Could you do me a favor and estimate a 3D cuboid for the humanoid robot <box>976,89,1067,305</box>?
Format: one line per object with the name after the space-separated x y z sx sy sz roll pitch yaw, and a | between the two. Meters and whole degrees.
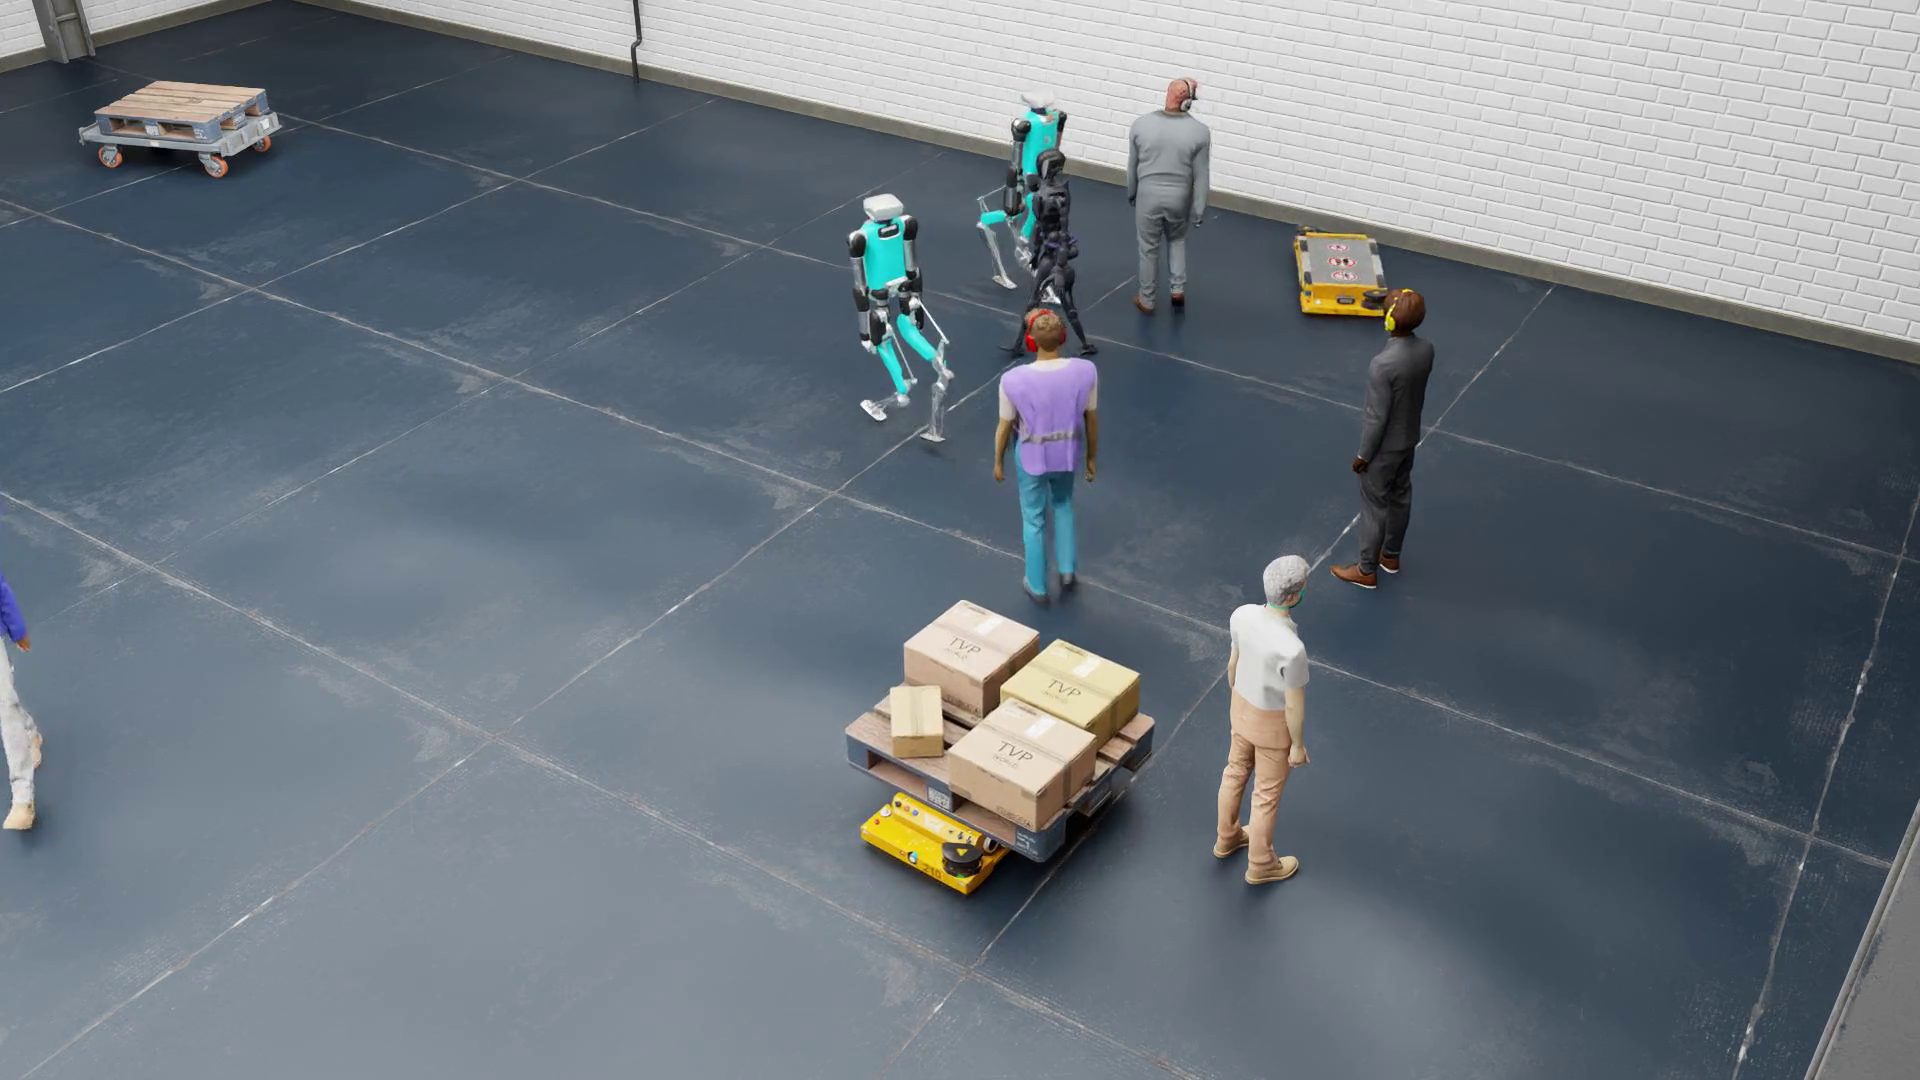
0.449 -2.704 13.139 0.564 1.796 0.879 -28 42 -36 | humanoid robot

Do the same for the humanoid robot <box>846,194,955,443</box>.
-0.352 -1.386 11.099 0.550 1.750 1.058 -23 39 -31 | humanoid robot

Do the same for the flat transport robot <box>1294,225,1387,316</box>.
3.126 -2.225 13.718 0.659 0.231 1.431 4 33 6 | flat transport robot

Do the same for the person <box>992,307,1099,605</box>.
0.491 -0.450 9.511 0.580 1.824 0.451 -9 34 -13 | person

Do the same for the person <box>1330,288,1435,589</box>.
2.481 -0.577 9.671 0.491 1.874 0.355 -24 40 -33 | person

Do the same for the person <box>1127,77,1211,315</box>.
1.590 -2.646 12.881 0.614 1.885 0.532 1 33 2 | person

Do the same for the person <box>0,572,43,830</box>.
-4.787 0.528 8.003 0.456 1.814 0.968 -8 34 -12 | person

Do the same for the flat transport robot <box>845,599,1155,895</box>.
0.200 1.190 8.404 0.659 0.231 1.431 22 39 30 | flat transport robot

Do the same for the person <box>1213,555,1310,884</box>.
1.402 0.823 7.614 0.320 1.740 0.481 -18 37 -26 | person

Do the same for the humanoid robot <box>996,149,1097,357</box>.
0.671 -2.075 12.225 0.760 1.624 0.602 -10 34 -15 | humanoid robot
